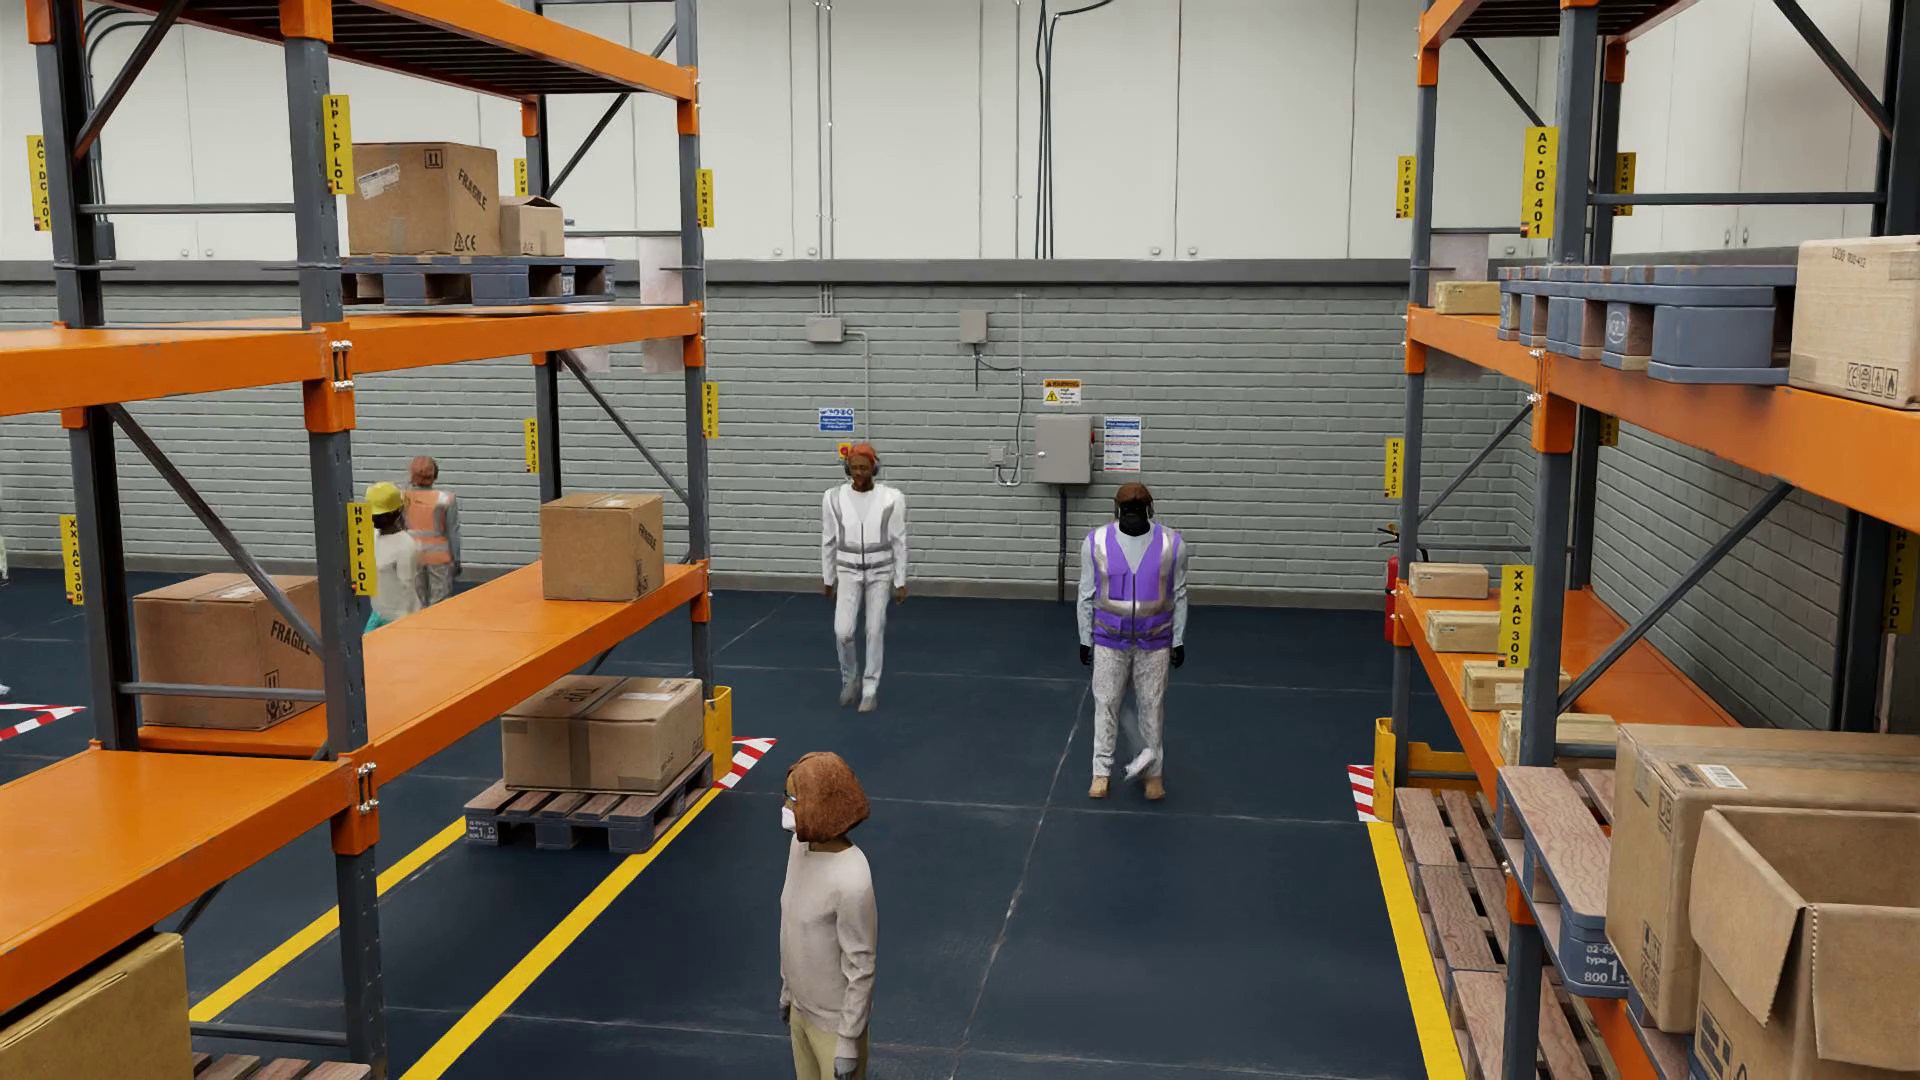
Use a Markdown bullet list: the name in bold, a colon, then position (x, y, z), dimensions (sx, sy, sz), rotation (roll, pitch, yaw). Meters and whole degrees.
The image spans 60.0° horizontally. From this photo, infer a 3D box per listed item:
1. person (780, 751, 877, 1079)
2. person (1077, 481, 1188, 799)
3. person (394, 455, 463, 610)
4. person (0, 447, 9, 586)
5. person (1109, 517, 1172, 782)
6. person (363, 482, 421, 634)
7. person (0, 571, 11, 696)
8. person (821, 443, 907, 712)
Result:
- **person**: position (-0.409, 1.425, 4.962), dimensions (0.283, 1.633, 0.500), rotation (-5, 11, -29)
- **person**: position (0.988, 0.576, 9.554), dimensions (0.637, 1.842, 0.429), rotation (1, 9, 5)
- **person**: position (-4.078, 0.170, 12.735), dimensions (0.517, 1.628, 0.409), rotation (1, 9, 3)
- **person**: position (-9.431, -0.408, 15.942), dimensions (0.573, 1.739, 0.350), rotation (3, 10, 20)
- **person**: position (1.061, 0.645, 9.813), dimensions (0.534, 1.616, 0.450), rotation (-5, 10, -28)
- **person**: position (-3.553, 0.489, 10.366), dimensions (0.557, 1.741, 0.376), rotation (9, 13, 43)
- **person**: position (-7.097, 0.225, 11.738), dimensions (0.820, 1.829, 0.557), rotation (-2, 9, -10)
- **person**: position (-0.656, 0.262, 11.402), dimensions (0.590, 1.867, 0.406), rotation (0, 9, 0)
